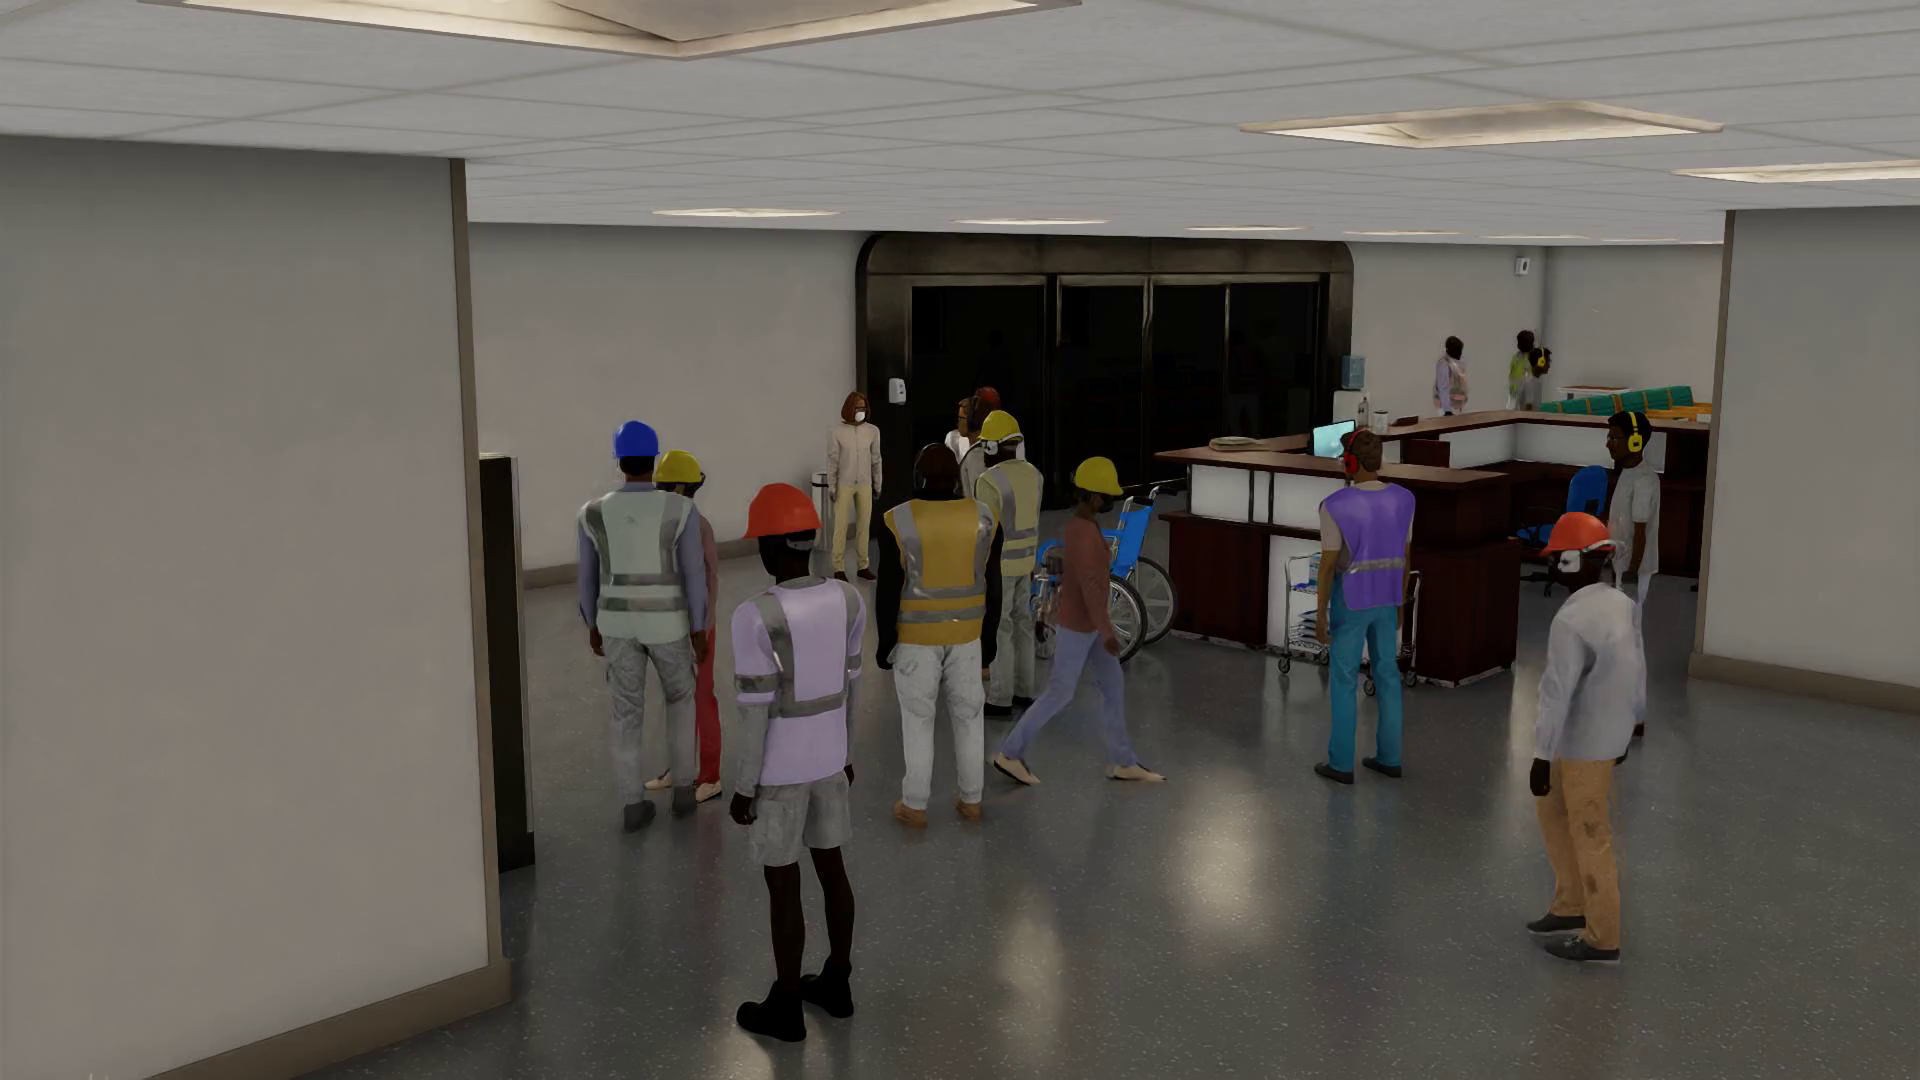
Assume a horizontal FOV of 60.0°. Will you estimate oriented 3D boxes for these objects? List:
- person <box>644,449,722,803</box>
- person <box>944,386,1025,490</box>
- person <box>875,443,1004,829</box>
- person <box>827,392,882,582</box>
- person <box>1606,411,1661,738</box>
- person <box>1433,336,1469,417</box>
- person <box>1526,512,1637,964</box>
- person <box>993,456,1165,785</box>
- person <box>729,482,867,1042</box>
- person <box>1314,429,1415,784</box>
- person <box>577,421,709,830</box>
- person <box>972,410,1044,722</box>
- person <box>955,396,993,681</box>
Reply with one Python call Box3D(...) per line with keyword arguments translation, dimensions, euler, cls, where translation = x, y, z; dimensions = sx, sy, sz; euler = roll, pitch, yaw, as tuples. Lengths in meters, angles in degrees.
Box3D(translation=(-1.388, 0.429, 8.308), dimensions=(0.305, 1.772, 0.527), euler=(-7, 12, -37), cls="person")
Box3D(translation=(0.156, -0.123, 11.401), dimensions=(0.659, 1.869, 0.385), euler=(3, 10, 20), cls="person")
Box3D(translation=(-0.109, 0.454, 7.941), dimensions=(0.637, 1.840, 0.429), euler=(-3, 10, -19), cls="person")
Box3D(translation=(-0.893, -0.447, 14.136), dimensions=(0.504, 1.627, 0.285), euler=(-5, 10, -27), cls="person")
Box3D(translation=(3.791, 0.197, 9.461), dimensions=(0.328, 1.862, 0.509), euler=(2, 10, 13), cls="person")
Box3D(translation=(6.317, -1.715, 21.364), dimensions=(0.434, 1.809, 0.723), euler=(7, 11, 35), cls="person")
Box3D(translation=(2.379, 0.761, 6.416), dimensions=(0.534, 1.718, 0.654), euler=(7, 12, 38), cls="person")
Box3D(translation=(0.591, 0.424, 8.503), dimensions=(0.848, 1.724, 0.526), euler=(2, 10, 13), cls="person")
Box3D(translation=(-0.580, 0.762, 5.763), dimensions=(0.362, 1.934, 0.543), euler=(8, 13, 42), cls="person")
Box3D(translation=(2.092, 0.352, 8.594), dimensions=(0.566, 1.836, 0.382), euler=(-3, 10, -20), cls="person")
Box3D(translation=(-1.510, 0.401, 7.966), dimensions=(0.646, 1.927, 0.565), euler=(1, 9, 3), cls="person")
Box3D(translation=(0.249, 0.150, 9.827), dimensions=(0.404, 1.829, 0.600), euler=(6, 11, 34), cls="person")
Box3D(translation=(0.109, -0.010, 10.760), dimensions=(0.344, 1.847, 0.504), euler=(2, 9, 13), cls="person")
